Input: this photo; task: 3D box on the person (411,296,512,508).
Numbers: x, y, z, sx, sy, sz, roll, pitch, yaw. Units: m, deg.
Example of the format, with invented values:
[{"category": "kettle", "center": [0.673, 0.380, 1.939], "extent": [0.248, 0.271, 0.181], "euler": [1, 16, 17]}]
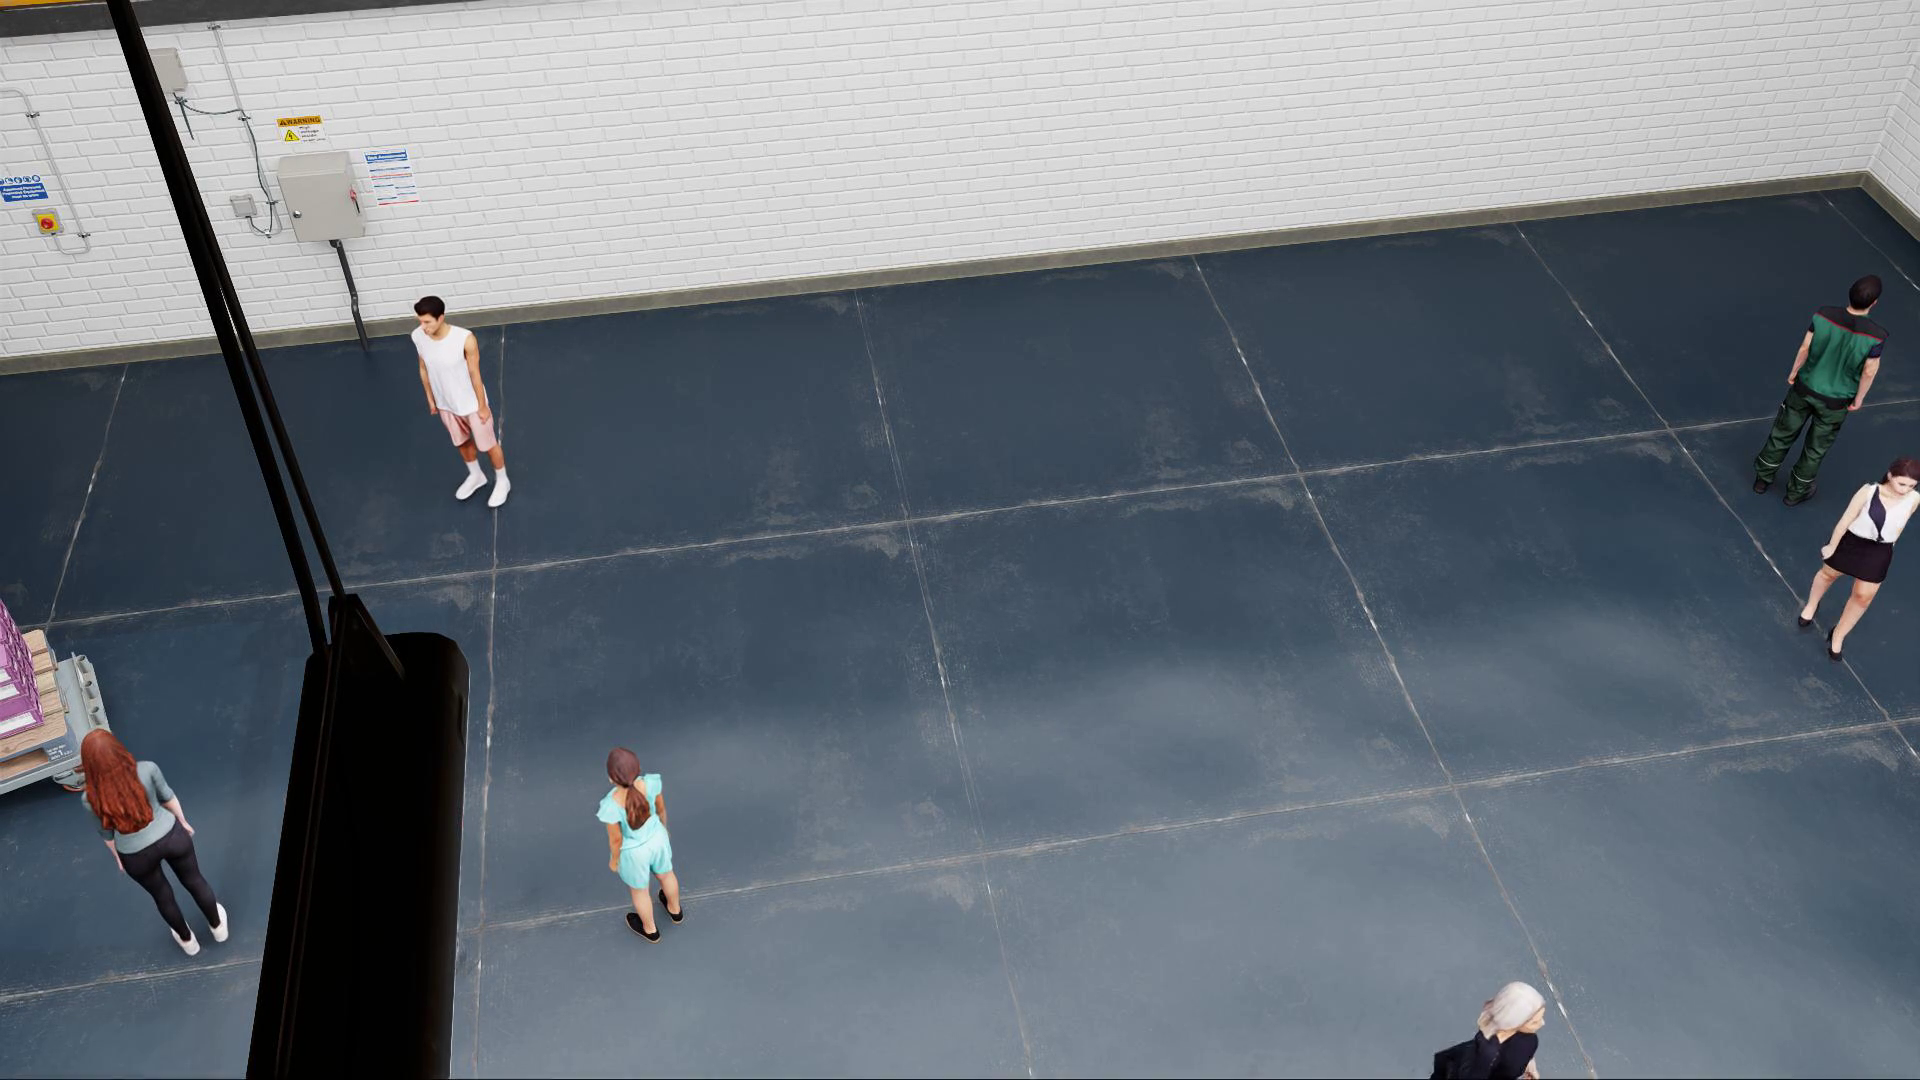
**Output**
[{"category": "person", "center": [-3.523, -1.013, 11.783], "extent": [0.725, 1.780, 0.720], "euler": [11, 45, 12]}]

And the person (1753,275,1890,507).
[{"category": "person", "center": [6.099, -1.061, 11.745], "extent": [0.728, 1.901, 0.816], "euler": [32, 52, 29]}]

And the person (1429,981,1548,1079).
[{"category": "person", "center": [2.450, 2.600, 8.050], "extent": [1.127, 1.698, 1.119], "euler": [22, 48, 22]}]

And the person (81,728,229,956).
[{"category": "person", "center": [-4.373, 1.654, 9.012], "extent": [0.645, 1.741, 0.665], "euler": [-29, 51, -27]}]

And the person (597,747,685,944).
[{"category": "person", "center": [-1.756, 1.663, 9.135], "extent": [0.644, 1.558, 0.683], "euler": [-32, 52, -29]}]

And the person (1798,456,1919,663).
[{"category": "person", "center": [5.833, 0.027, 10.801], "extent": [0.723, 1.629, 0.835], "euler": [11, 45, 11]}]
